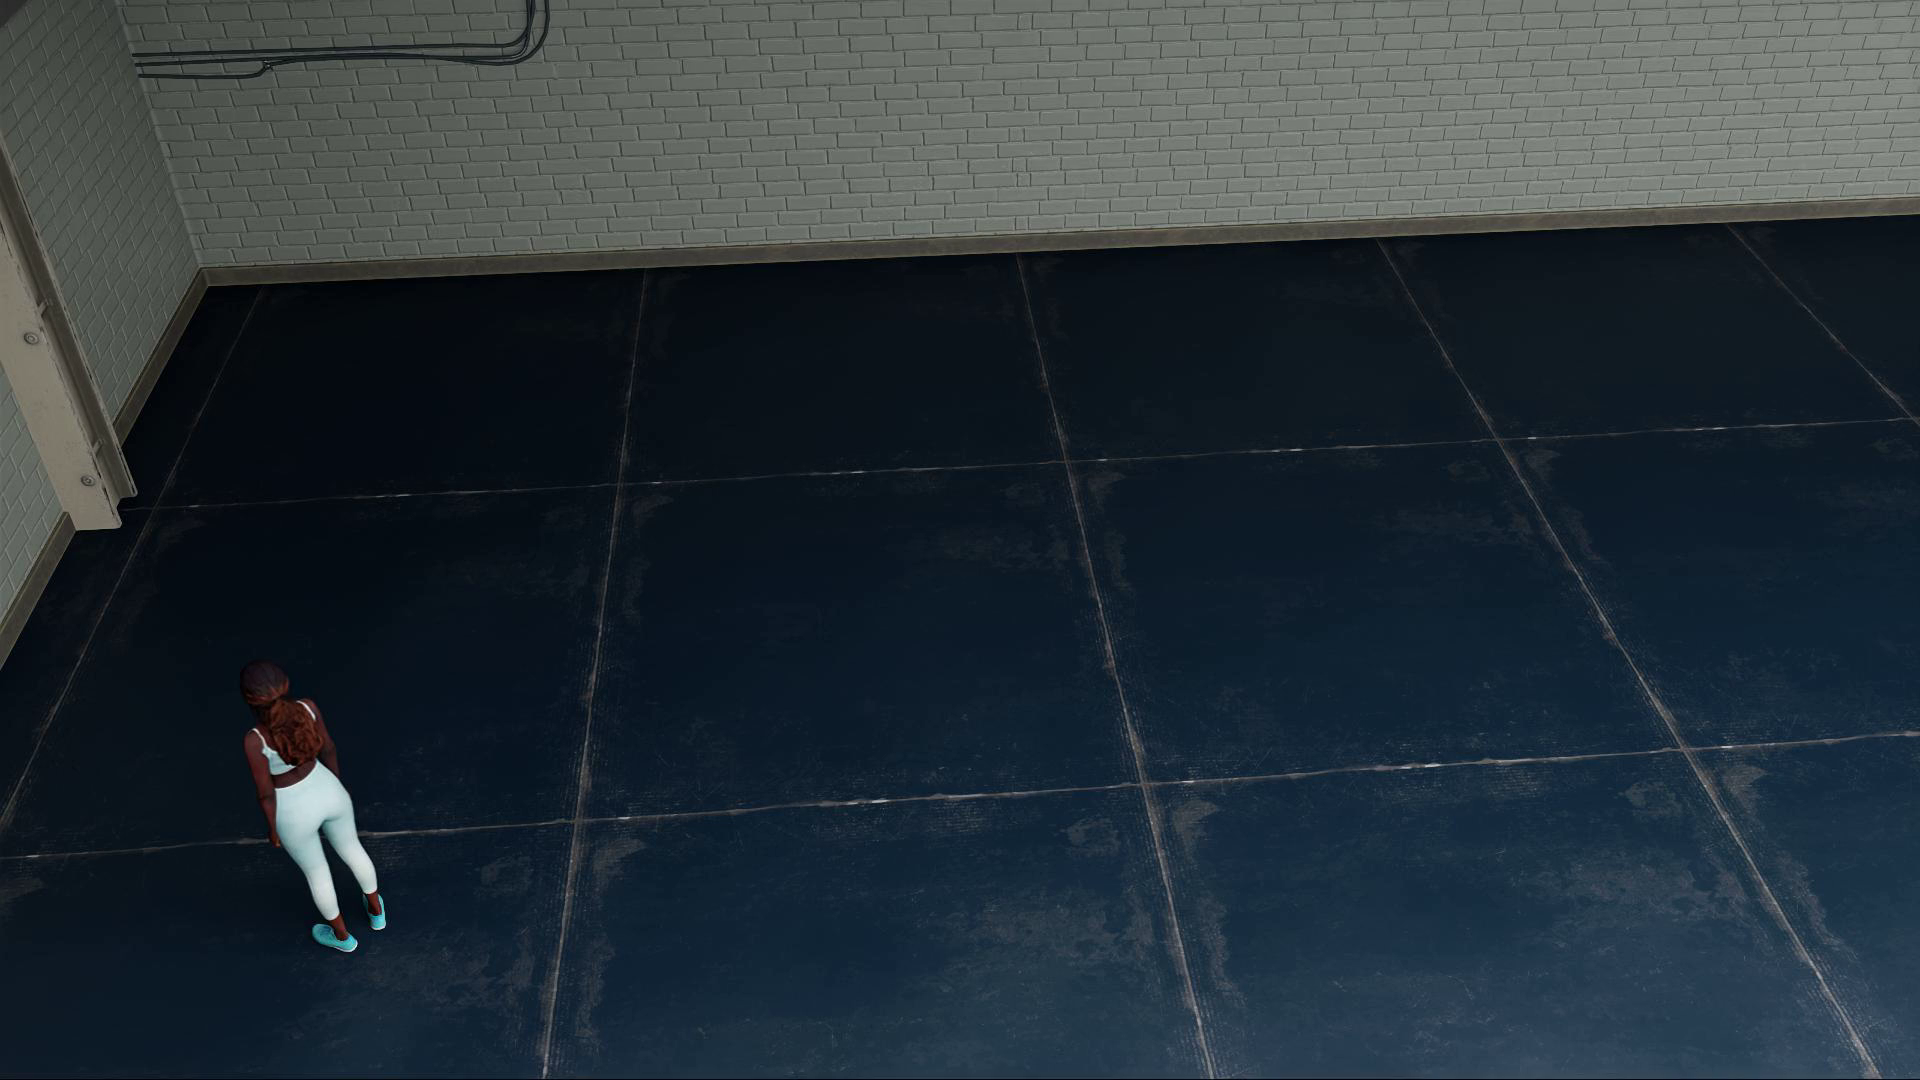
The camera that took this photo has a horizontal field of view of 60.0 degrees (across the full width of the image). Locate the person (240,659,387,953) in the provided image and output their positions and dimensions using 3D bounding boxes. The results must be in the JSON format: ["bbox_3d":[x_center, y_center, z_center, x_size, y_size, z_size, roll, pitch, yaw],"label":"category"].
[{"bbox_3d":[-2.983,1.225,7.616,0.713,1.724,0.647,26,45,29],"label":"person"}]
